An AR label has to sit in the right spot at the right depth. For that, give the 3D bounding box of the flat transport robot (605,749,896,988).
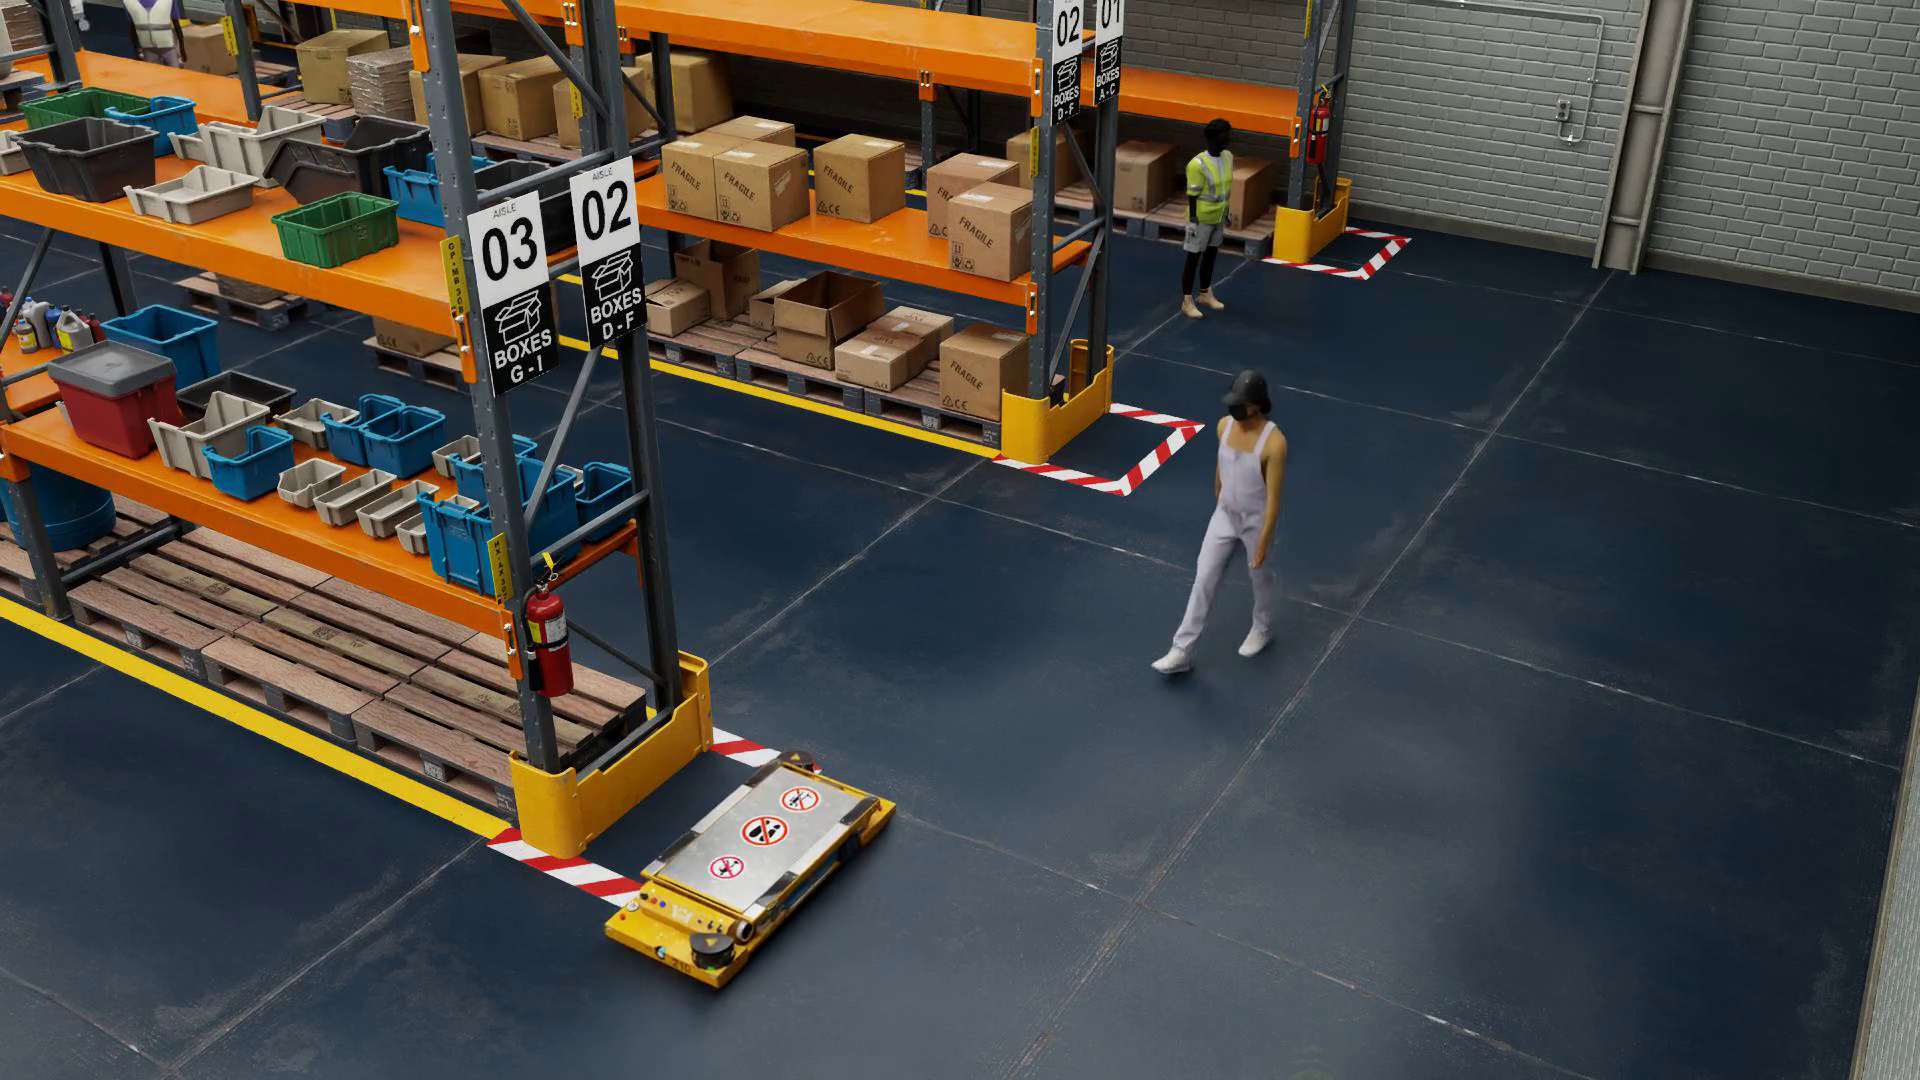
[{"bbox_3d":[-0.965,1.518,7.910,0.659,0.231,1.431,16,33,27],"label":"flat transport robot"}]

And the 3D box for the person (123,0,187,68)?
[{"bbox_3d":[-9.234,-5.665,19.182,0.568,1.840,0.372,-7,30,-12],"label":"person"}]

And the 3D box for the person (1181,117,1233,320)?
[{"bbox_3d":[2.101,-2.725,14.054,0.532,1.697,0.319,-24,37,-37],"label":"person"}]

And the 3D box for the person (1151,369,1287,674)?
[{"bbox_3d":[1.509,-0.064,9.157,0.509,1.818,0.956,24,37,36],"label":"person"}]

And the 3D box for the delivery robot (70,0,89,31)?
[{"bbox_3d":[-12.962,-7.521,23.850,0.499,0.609,0.812,15,33,25],"label":"delivery robot"}]
